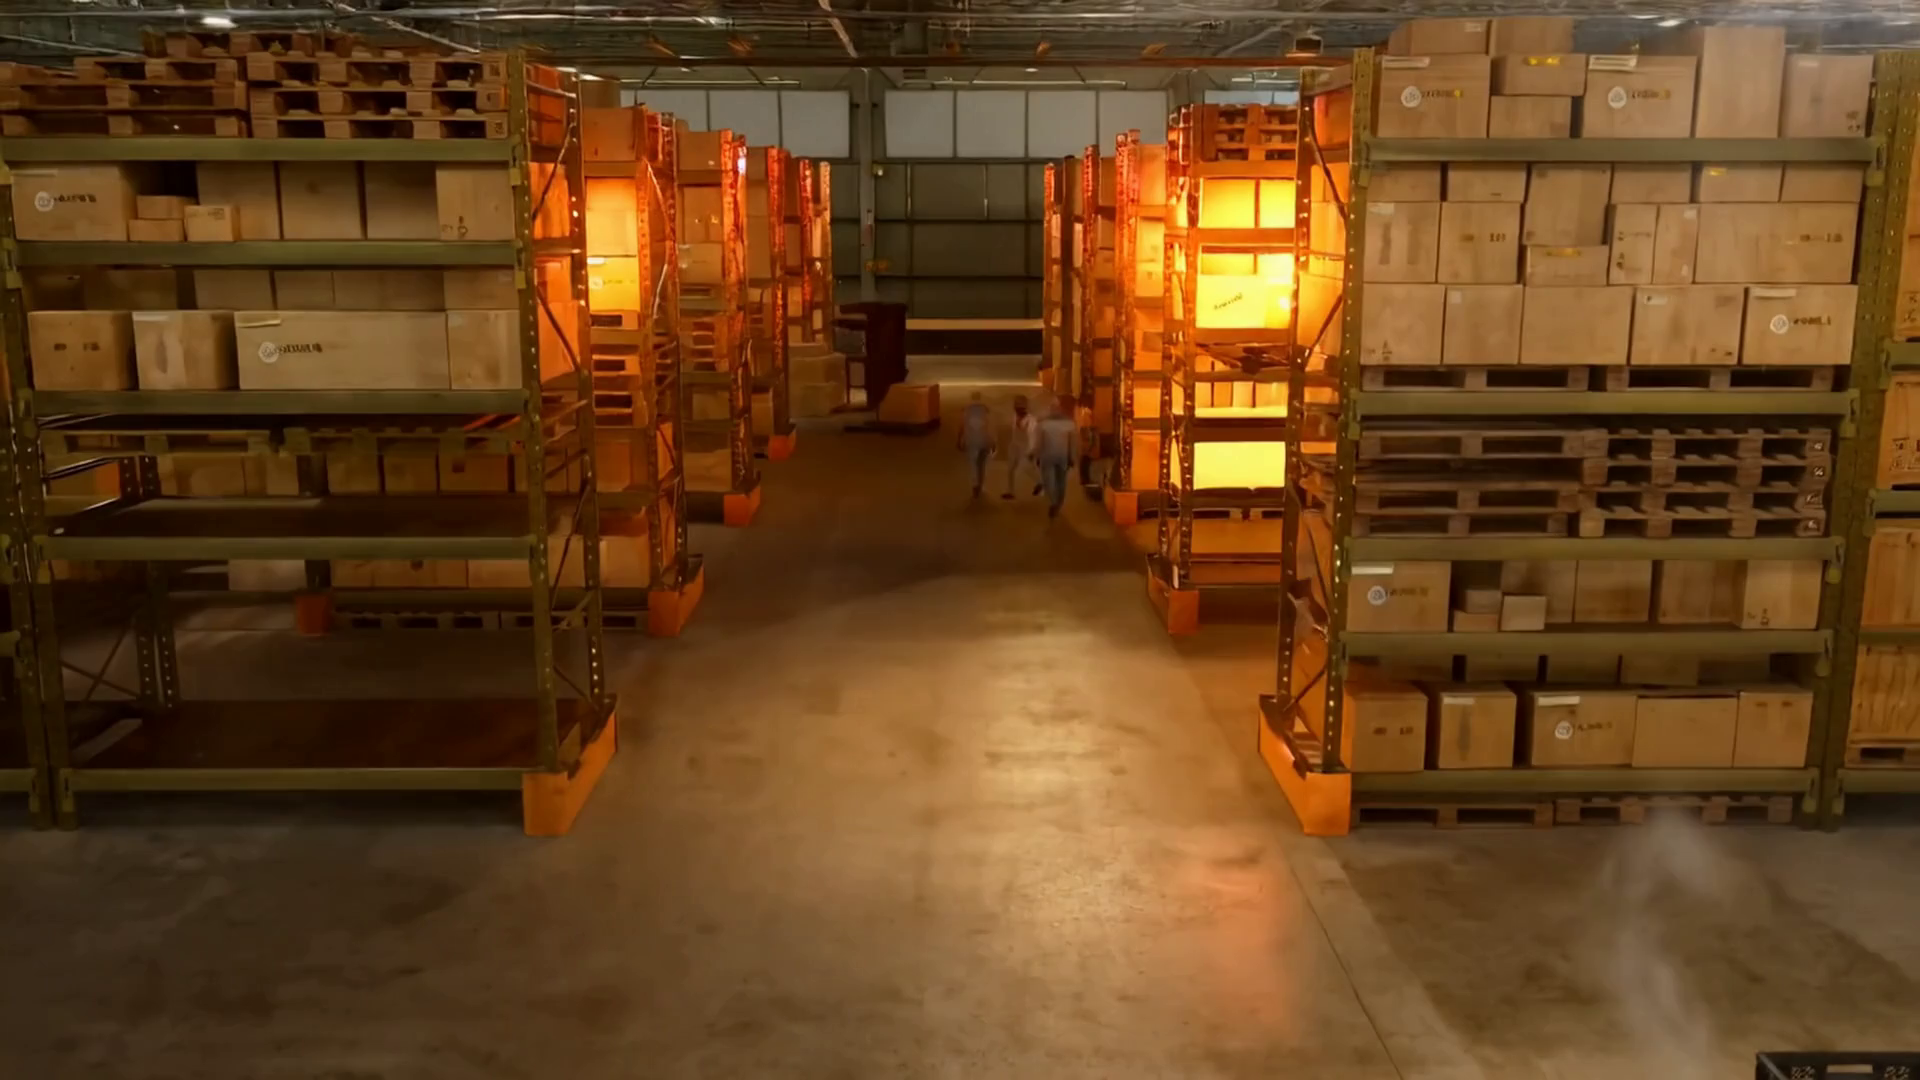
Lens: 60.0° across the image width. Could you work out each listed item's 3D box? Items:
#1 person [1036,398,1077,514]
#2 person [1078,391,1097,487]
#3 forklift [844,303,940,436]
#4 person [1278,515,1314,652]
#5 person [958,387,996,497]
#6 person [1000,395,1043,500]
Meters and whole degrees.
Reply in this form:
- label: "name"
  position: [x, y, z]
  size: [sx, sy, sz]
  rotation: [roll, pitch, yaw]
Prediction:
- label: "person"
  position: [1.555, -1.330, 26.743]
  size: [0.662, 1.891, 0.642]
  rotation: [-2, 12, -9]
- label: "person"
  position: [2.270, -1.791, 29.523]
  size: [0.316, 1.696, 0.540]
  rotation: [-2, 12, -8]
- label: "forklift"
  position: [-1.464, -3.739, 36.234]
  size: [1.873, 2.768, 1.129]
  rotation: [5, 12, 21]
- label: "person"
  position: [3.740, 0.457, 18.545]
  size: [0.425, 1.618, 0.522]
  rotation: [-1, 11, -7]
- label: "person"
  position: [0.298, -1.694, 28.606]
  size: [0.647, 1.876, 0.849]
  rotation: [-3, 12, -13]
- label: "person"
  position: [1.082, -1.581, 28.257]
  size: [0.774, 1.797, 0.583]
  rotation: [-9, 15, -38]
